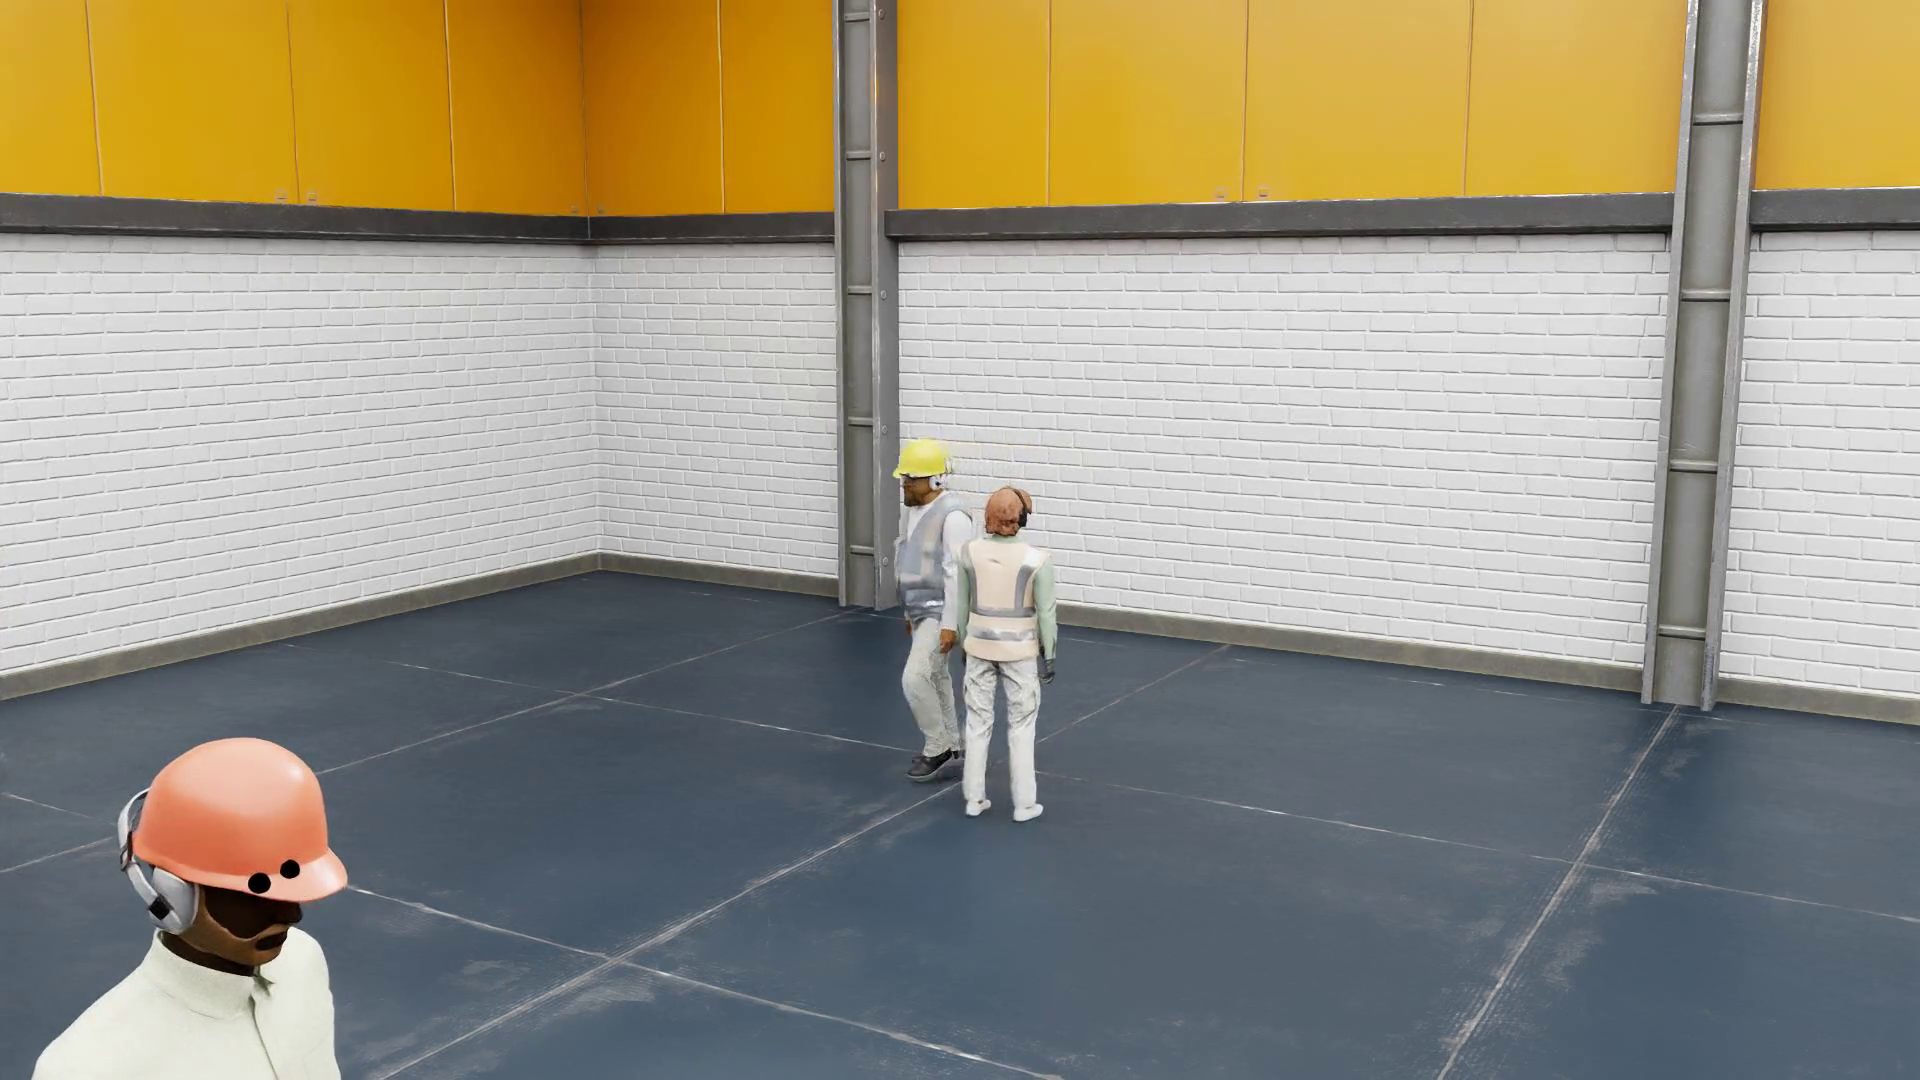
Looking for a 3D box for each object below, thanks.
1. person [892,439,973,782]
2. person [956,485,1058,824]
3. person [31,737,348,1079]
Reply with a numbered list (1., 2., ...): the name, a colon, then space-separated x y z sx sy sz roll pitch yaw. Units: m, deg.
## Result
1. person: -0.154 0.372 8.649 0.553 1.802 0.622 -4 10 -26
2. person: 0.215 0.557 8.009 0.526 1.638 0.315 4 10 22
3. person: -1.074 1.265 2.501 0.394 1.985 0.608 2 9 10
